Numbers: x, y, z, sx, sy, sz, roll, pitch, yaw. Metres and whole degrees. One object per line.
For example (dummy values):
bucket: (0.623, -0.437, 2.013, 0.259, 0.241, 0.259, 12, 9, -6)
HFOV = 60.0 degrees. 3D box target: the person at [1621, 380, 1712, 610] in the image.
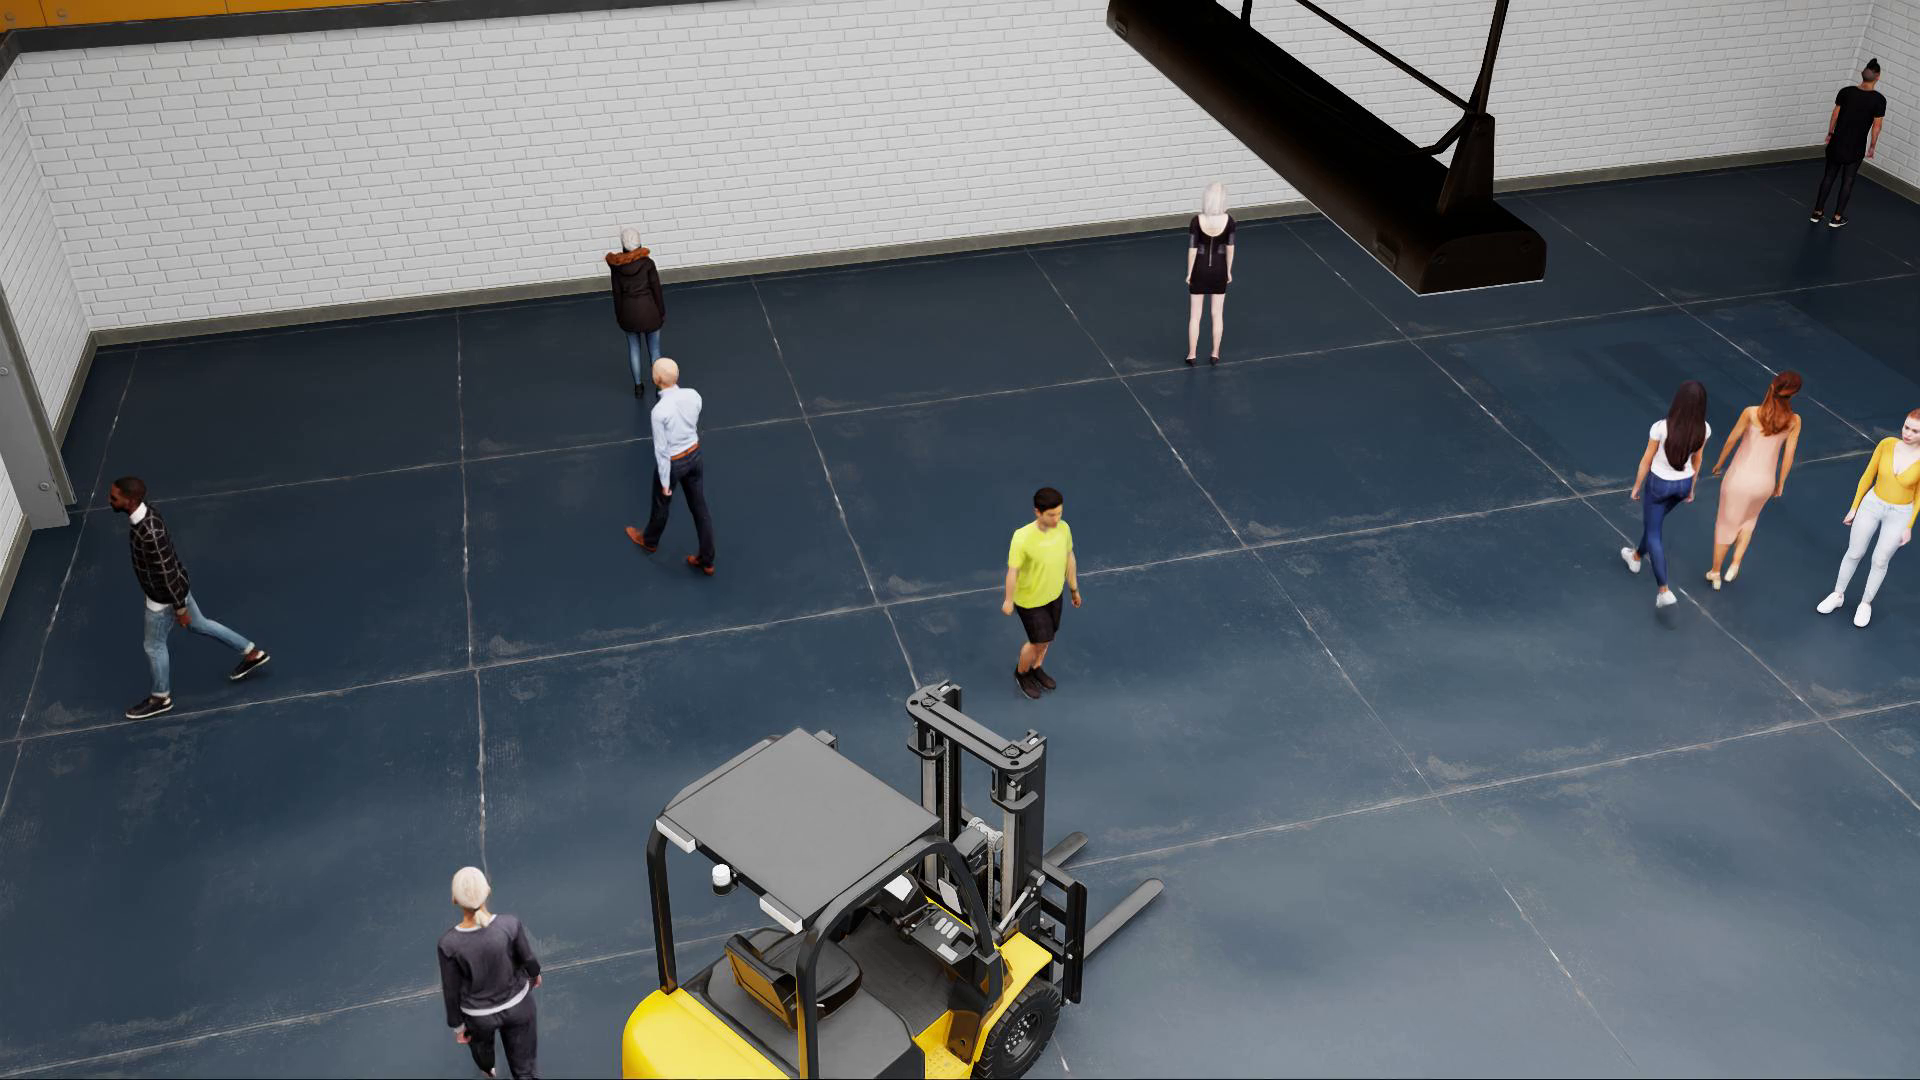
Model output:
person: (5.223, -0.307, 12.220, 0.734, 1.741, 1.189, -4, 34, -5)

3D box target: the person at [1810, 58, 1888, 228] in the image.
person: (9.755, -4.376, 18.229, 0.715, 1.865, 0.839, 29, 43, 36)

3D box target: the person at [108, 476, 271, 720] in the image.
person: (-5.239, 0.333, 11.220, 0.971, 1.782, 1.229, -17, 37, -24)

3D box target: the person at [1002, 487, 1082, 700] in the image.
person: (0.489, 0.310, 11.336, 0.768, 1.691, 0.770, -26, 42, -34)

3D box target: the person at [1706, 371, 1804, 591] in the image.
person: (5.831, -0.378, 12.254, 0.743, 1.820, 0.776, 7, 34, 10)

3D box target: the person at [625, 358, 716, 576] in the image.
person: (-2.049, -0.508, 12.505, 1.185, 1.760, 1.029, 26, 41, 33)

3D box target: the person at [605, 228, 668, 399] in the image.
person: (-2.872, -2.037, 14.919, 0.700, 1.633, 0.695, 1, 34, 1)

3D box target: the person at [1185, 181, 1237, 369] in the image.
person: (2.301, -2.449, 15.362, 0.628, 1.830, 0.583, 0, 34, -1)

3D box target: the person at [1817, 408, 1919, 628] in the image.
person: (6.682, -0.180, 12.019, 0.658, 1.750, 0.751, 26, 41, 33)

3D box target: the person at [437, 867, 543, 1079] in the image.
person: (-2.291, 2.355, 8.251, 0.681, 1.699, 0.964, -12, 35, -17)
